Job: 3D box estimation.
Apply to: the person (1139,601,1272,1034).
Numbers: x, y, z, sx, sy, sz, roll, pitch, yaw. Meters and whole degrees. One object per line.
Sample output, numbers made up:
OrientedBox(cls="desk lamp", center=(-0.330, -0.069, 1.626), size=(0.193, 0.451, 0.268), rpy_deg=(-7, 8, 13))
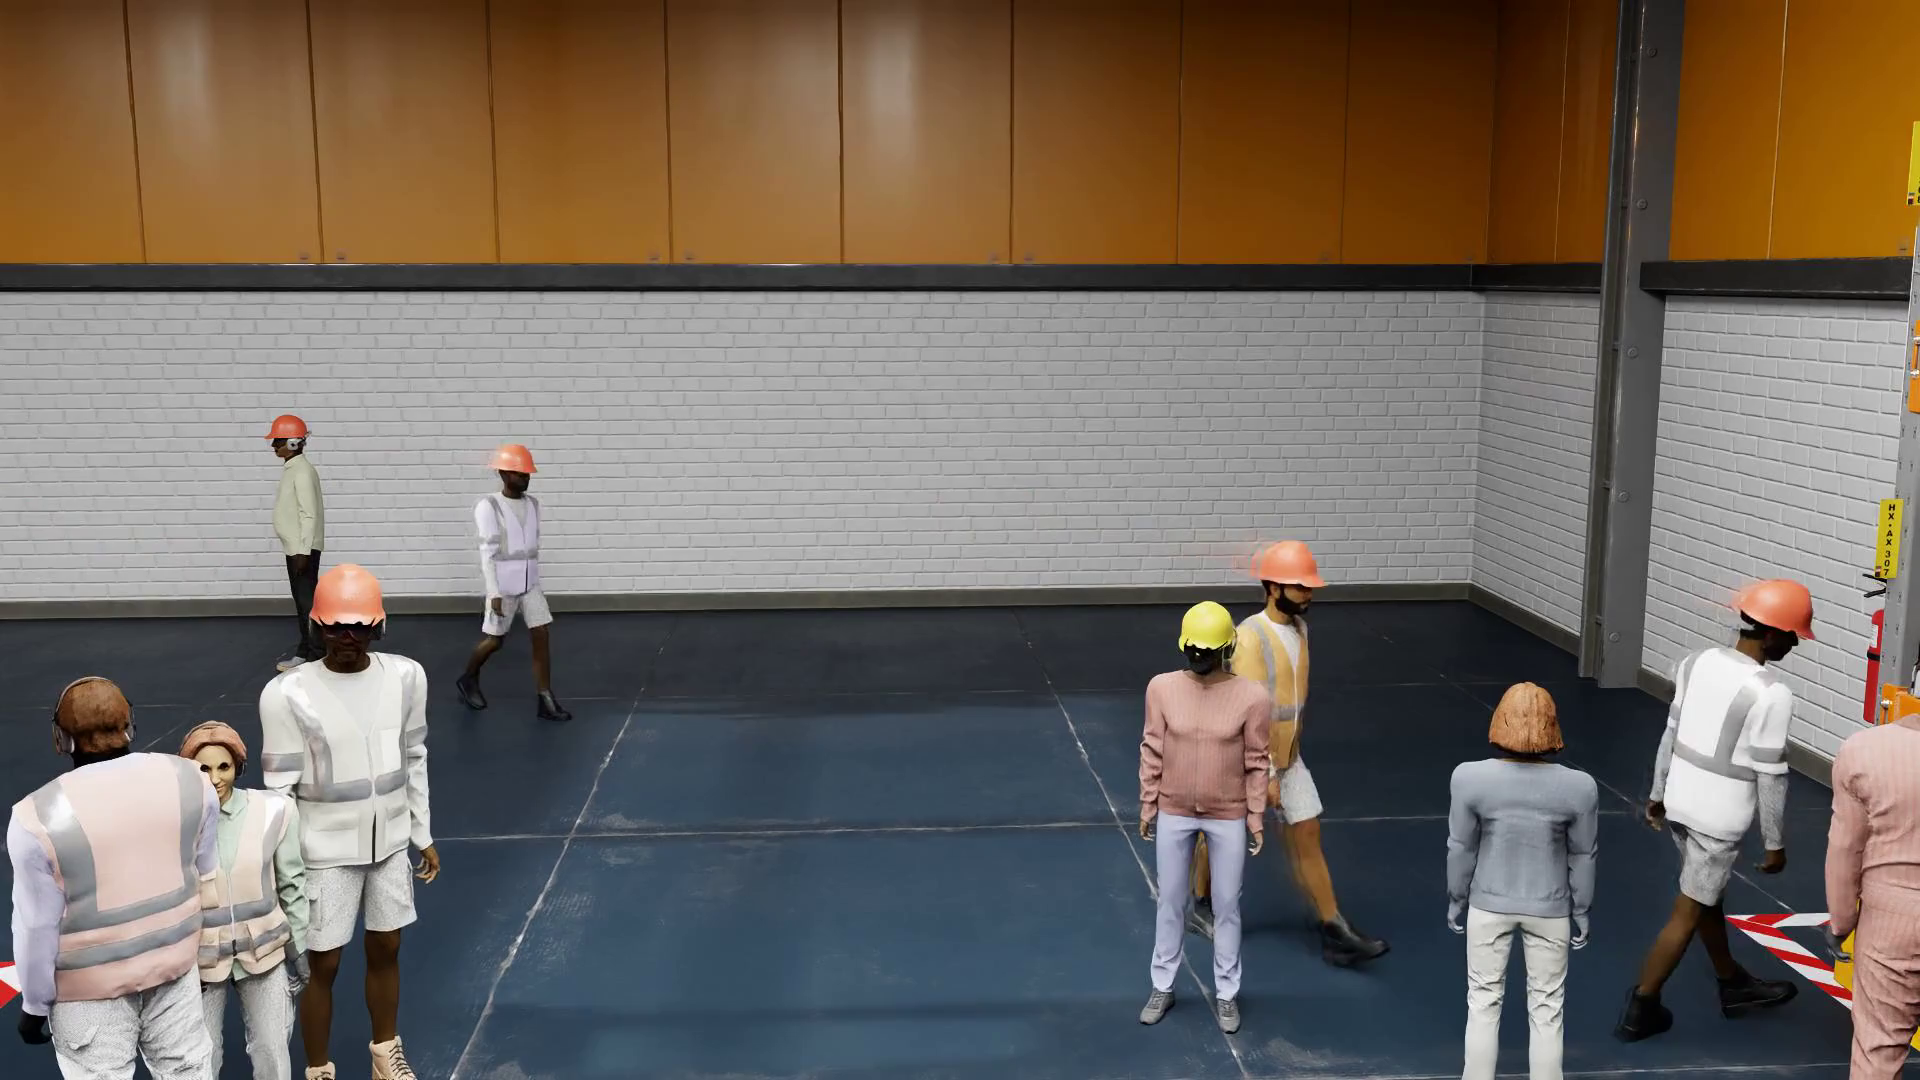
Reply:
OrientedBox(cls="person", center=(0.971, 1.104, 6.670), size=(0.523, 1.760, 0.327), rpy_deg=(3, 9, 16))

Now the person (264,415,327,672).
OrientedBox(cls="person", center=(-4.992, 0.050, 12.549), size=(0.382, 1.995, 0.612), rpy_deg=(-5, 11, -31))

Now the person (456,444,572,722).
OrientedBox(cls="person", center=(-3.105, 0.282, 11.407), size=(0.930, 1.904, 0.546), rpy_deg=(7, 11, 36))

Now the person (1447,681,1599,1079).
OrientedBox(cls="person", center=(1.956, 1.298, 5.828), size=(0.500, 1.636, 0.282), rpy_deg=(3, 9, 17))

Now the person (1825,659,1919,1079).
OrientedBox(cls="person", center=(3.121, 1.243, 5.331), size=(0.639, 1.909, 0.409), rpy_deg=(6, 11, 31))

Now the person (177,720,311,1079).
OrientedBox(cls="person", center=(-2.364, 1.375, 5.371), size=(0.509, 1.629, 0.316), rpy_deg=(-6, 11, -32))

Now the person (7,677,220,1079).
OrientedBox(cls="person", center=(-2.567, 1.318, 5.086), size=(0.430, 1.838, 0.619), rpy_deg=(7, 11, 37))

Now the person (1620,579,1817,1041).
OrientedBox(cls="person", center=(3.022, 1.063, 6.544), size=(0.841, 1.875, 0.641), rpy_deg=(-2, 9, -12))

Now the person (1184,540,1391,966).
OrientedBox(cls="person", center=(1.408, 0.939, 7.311), size=(0.562, 1.876, 1.027), rpy_deg=(-9, 12, -43))

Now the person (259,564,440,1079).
OrientedBox(cls="person", center=(-2.129, 1.086, 5.901), size=(0.394, 2.040, 0.610), rpy_deg=(9, 12, 43))
